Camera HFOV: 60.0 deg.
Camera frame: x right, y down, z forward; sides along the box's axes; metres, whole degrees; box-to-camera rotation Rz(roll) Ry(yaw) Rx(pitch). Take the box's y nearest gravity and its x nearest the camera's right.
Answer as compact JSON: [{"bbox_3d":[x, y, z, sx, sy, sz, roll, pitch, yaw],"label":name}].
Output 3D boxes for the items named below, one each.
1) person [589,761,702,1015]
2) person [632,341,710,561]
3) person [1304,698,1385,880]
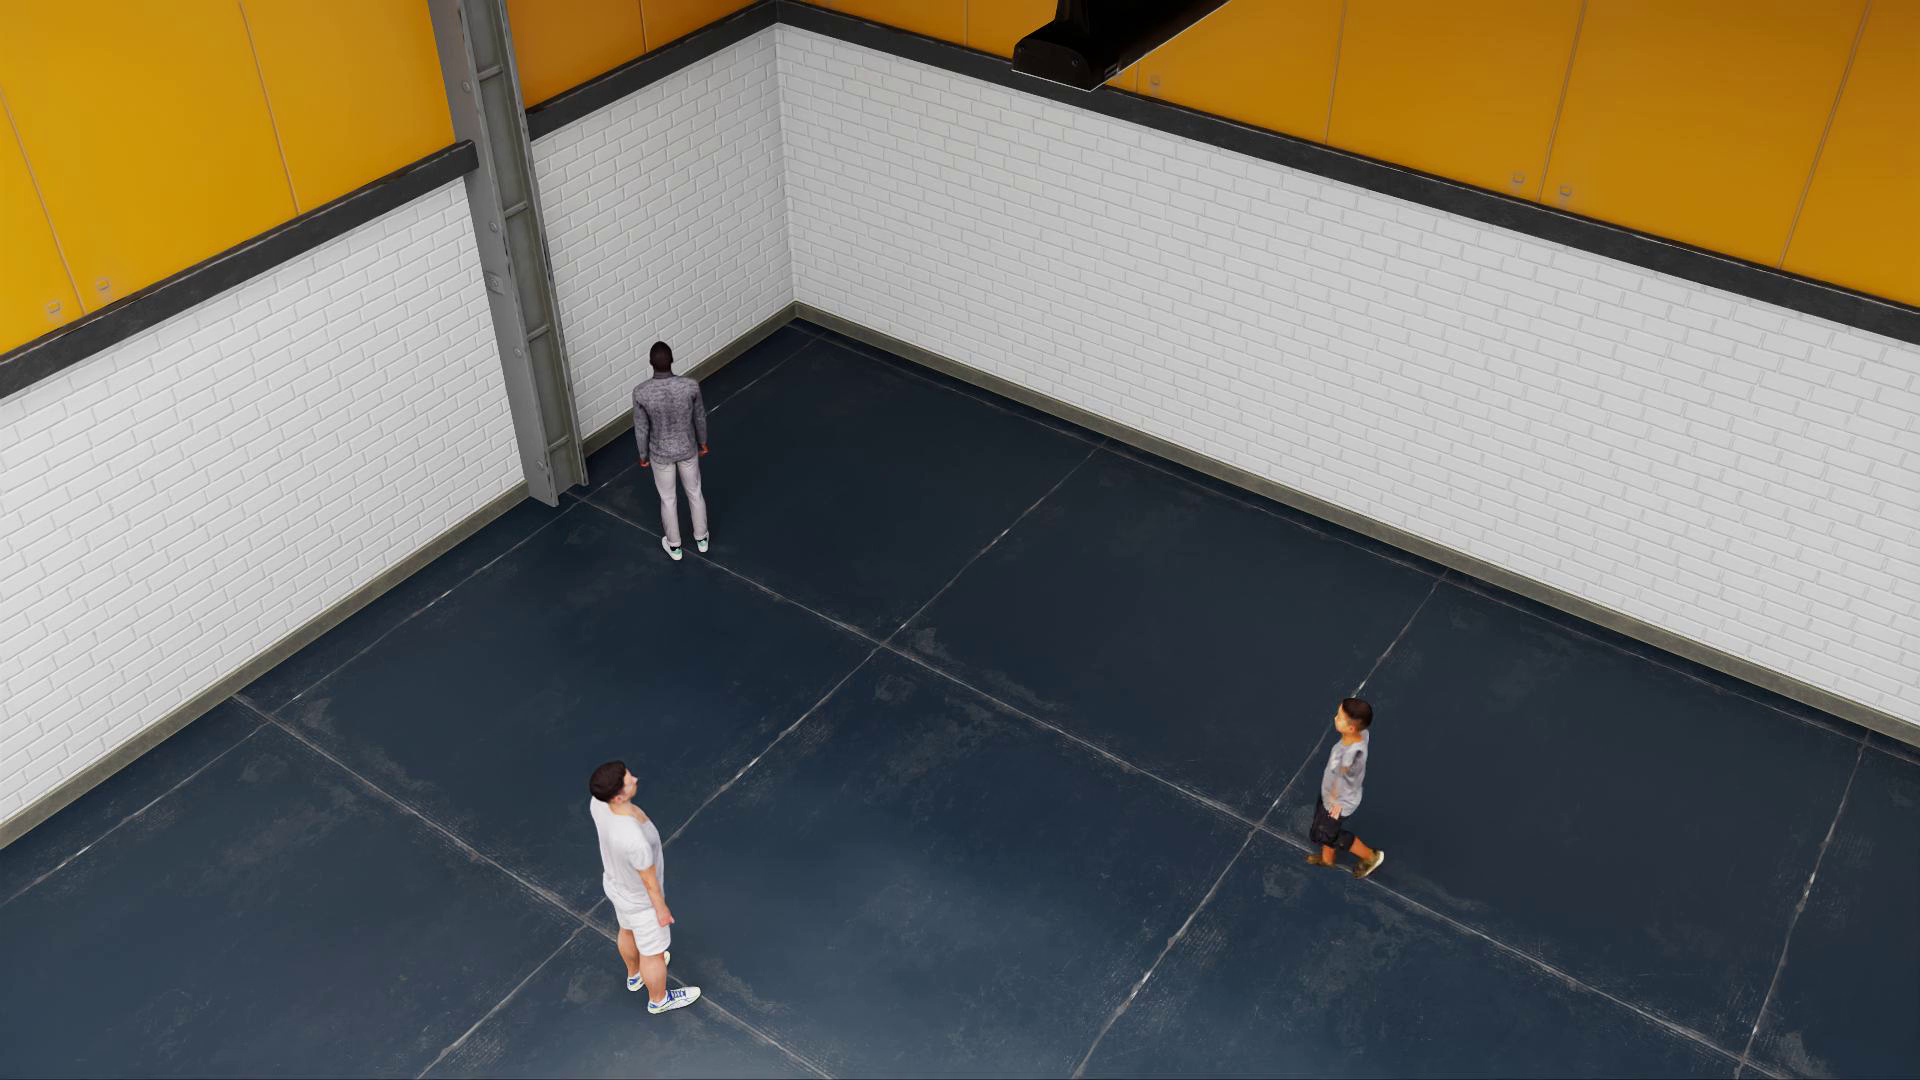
[{"bbox_3d":[-1.771,1.880,9.037,0.682,1.856,0.745,-26,45,-29],"label":"person"},{"bbox_3d":[-2.106,-0.659,12.230,0.702,1.839,0.823,-14,41,-17],"label":"person"},{"bbox_3d":[2.332,1.470,9.880,0.807,1.446,0.784,6,39,8],"label":"person"}]
